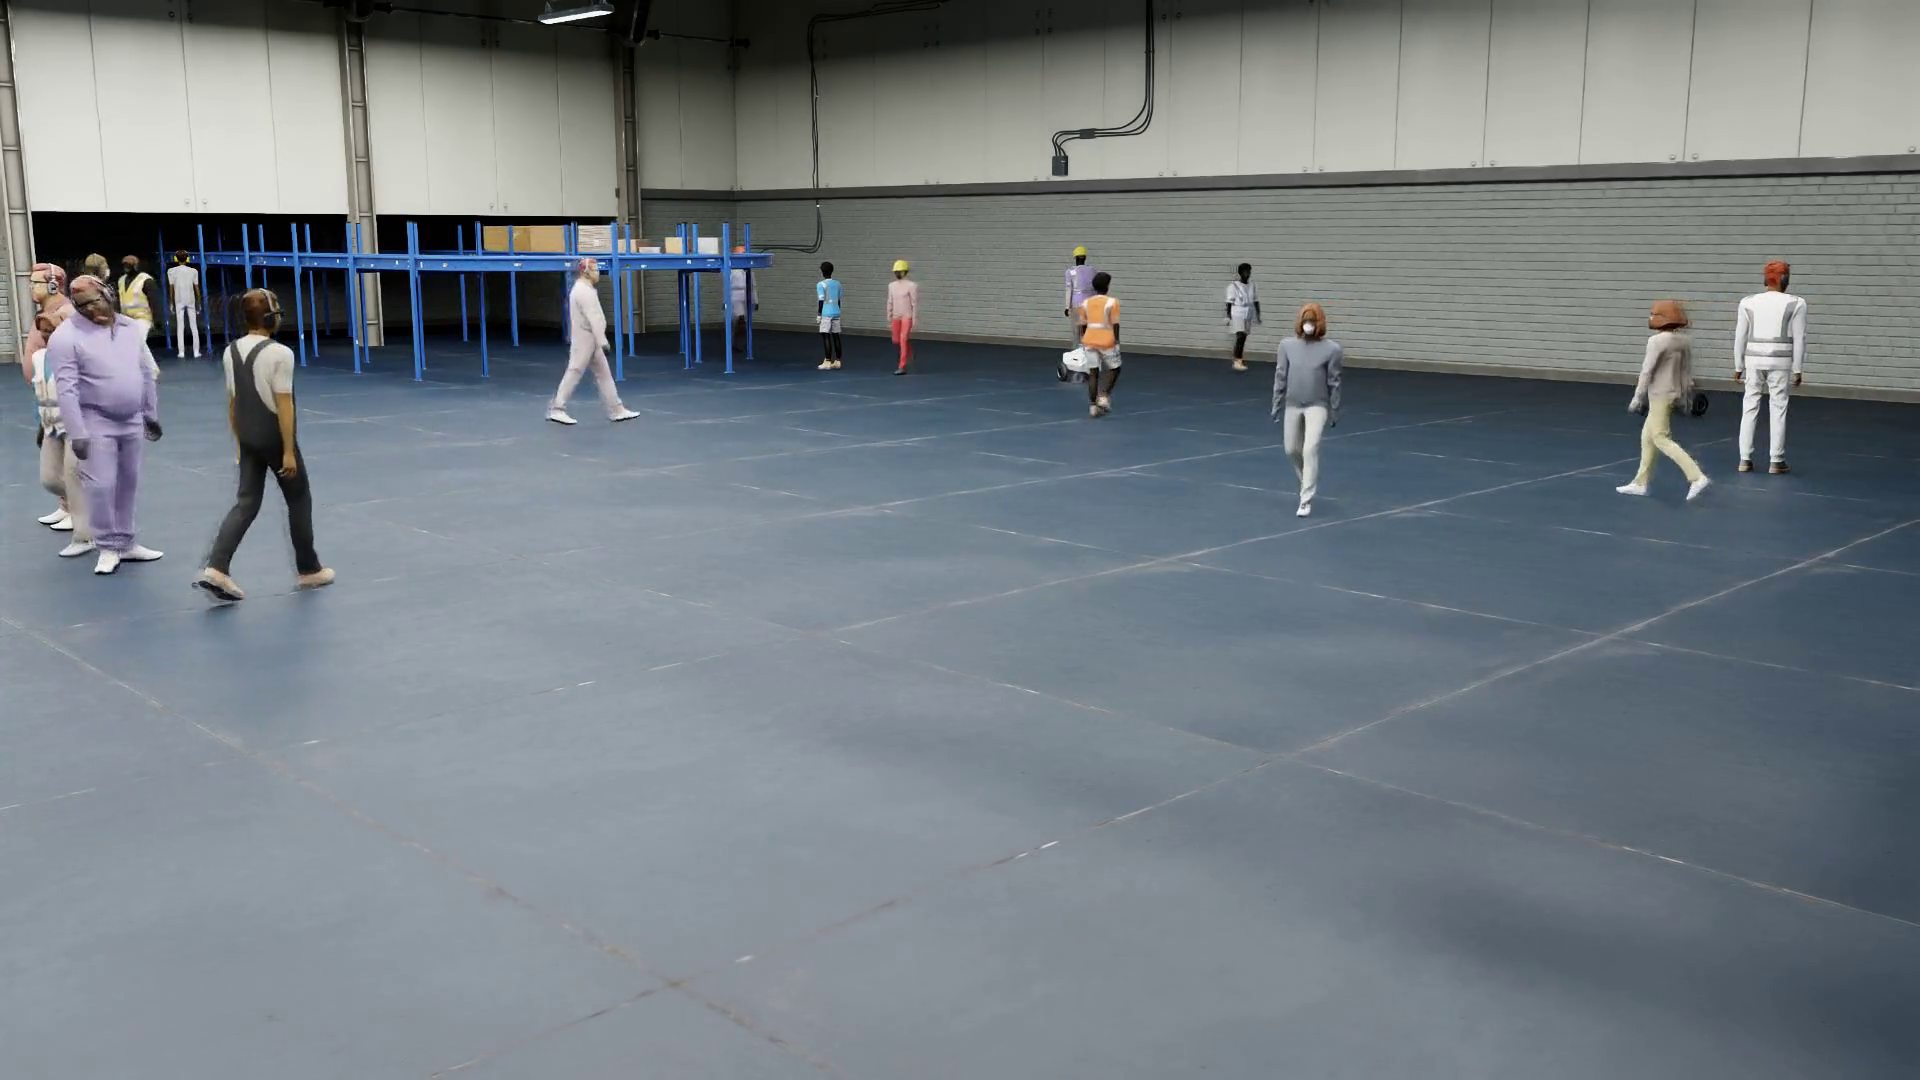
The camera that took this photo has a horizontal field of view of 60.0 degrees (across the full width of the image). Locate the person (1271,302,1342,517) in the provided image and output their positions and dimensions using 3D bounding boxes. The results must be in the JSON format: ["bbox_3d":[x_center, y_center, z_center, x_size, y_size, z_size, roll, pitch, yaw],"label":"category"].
[{"bbox_3d":[2.679,-1.024,12.773,0.504,1.612,0.658,6,12,28],"label":"person"}]

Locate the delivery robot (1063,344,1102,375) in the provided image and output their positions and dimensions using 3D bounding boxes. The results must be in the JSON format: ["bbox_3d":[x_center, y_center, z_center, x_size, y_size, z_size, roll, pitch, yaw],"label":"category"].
[{"bbox_3d":[1.773,-2.602,24.134,0.477,0.478,0.707,-4,11,-21],"label":"delivery robot"}]

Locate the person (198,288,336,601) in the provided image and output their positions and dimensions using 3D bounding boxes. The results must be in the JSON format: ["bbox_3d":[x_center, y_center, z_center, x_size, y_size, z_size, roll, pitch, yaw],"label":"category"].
[{"bbox_3d":[-4.099,-0.559,9.714,0.518,1.816,0.908,4,11,22],"label":"person"}]

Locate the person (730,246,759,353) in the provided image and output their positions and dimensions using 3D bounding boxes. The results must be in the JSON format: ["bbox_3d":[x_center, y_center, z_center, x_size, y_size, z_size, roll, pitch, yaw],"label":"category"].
[{"bbox_3d":[-3.860,-4.308,29.894,0.561,1.895,0.963,-9,14,-41],"label":"person"}]

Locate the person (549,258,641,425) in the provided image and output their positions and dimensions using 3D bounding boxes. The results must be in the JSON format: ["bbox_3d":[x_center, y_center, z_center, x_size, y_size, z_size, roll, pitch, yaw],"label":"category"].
[{"bbox_3d":[-4.176,-2.233,18.730,1.020,1.853,0.635,-2,11,-9],"label":"person"}]

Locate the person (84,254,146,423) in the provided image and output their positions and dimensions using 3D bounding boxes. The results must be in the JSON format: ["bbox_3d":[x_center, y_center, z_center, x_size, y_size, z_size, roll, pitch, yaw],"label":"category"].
[{"bbox_3d":[-9.461,-2.210,18.474,0.929,1.899,0.646,-9,14,-40],"label":"person"}]

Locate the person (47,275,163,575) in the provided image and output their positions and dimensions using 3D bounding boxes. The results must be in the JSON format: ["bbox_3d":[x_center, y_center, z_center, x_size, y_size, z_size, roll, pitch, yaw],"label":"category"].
[{"bbox_3d":[-5.384,-0.732,10.519,0.473,1.865,0.715,4,11,22],"label":"person"}]

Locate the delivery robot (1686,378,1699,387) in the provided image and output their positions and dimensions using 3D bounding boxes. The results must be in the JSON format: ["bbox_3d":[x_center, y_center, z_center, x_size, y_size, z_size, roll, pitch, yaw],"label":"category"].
[{"bbox_3d":[8.417,-1.913,19.667,0.698,0.223,0.335,-4,11,-22],"label":"delivery robot"}]

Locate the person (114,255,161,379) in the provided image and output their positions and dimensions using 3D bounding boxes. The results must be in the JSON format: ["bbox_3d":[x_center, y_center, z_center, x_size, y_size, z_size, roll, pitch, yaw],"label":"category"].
[{"bbox_3d":[-11.807,-3.163,23.872,0.646,1.824,0.456,5,12,25],"label":"person"}]

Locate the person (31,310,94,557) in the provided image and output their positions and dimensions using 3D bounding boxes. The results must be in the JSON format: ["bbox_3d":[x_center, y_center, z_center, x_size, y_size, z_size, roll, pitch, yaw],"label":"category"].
[{"bbox_3d":[-5.895,-0.722,11.094,0.523,1.620,0.471,4,11,23],"label":"person"}]

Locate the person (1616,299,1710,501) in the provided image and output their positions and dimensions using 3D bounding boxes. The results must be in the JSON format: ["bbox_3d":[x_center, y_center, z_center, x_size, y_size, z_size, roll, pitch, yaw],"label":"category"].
[{"bbox_3d":[5.700,-1.124,13.358,0.745,1.604,0.500,10,14,43],"label":"person"}]

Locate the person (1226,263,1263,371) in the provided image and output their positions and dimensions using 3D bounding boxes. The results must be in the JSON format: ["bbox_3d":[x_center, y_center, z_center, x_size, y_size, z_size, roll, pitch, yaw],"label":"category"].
[{"bbox_3d":[4.455,-3.459,25.897,0.549,1.667,0.694,-6,12,-30],"label":"person"}]

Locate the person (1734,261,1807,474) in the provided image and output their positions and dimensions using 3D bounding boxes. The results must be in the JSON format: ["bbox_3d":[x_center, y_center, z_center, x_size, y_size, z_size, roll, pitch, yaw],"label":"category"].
[{"bbox_3d":[7.239,-1.547,14.895,0.576,1.881,0.354,8,13,38],"label":"person"}]

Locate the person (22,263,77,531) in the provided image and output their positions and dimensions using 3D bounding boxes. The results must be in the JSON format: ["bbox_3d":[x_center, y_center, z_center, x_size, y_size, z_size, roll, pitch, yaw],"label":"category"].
[{"bbox_3d":[-6.533,-1.037,12.040,0.409,1.913,0.642,-8,13,-38],"label":"person"}]

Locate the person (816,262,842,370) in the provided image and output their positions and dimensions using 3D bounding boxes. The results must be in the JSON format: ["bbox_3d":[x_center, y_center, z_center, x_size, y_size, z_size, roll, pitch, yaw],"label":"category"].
[{"bbox_3d":[-2.078,-3.550,26.321,0.317,1.696,0.540,8,13,36],"label":"person"}]

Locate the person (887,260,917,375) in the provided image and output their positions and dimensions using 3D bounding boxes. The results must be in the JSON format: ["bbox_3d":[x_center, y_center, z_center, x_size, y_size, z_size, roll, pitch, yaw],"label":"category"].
[{"bbox_3d":[-0.851,-3.425,25.524,0.526,1.748,0.614,7,12,32],"label":"person"}]

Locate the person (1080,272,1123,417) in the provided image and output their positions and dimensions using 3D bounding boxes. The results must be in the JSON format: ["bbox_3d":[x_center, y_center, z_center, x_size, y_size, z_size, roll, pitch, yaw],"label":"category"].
[{"bbox_3d":[1.652,-2.288,19.451,0.558,1.681,0.379,7,13,35],"label":"person"}]

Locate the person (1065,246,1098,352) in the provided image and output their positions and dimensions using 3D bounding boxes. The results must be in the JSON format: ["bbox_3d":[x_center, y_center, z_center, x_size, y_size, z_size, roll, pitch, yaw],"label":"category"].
[{"bbox_3d":[2.026,-3.959,27.928,0.585,1.927,0.366,-4,11,-21],"label":"person"}]

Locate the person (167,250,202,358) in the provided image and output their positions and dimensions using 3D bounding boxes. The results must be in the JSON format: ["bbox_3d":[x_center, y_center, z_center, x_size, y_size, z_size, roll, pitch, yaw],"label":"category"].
[{"bbox_3d":[-13.475,-4.105,28.913,0.513,1.861,0.315,-6,12,-30],"label":"person"}]
